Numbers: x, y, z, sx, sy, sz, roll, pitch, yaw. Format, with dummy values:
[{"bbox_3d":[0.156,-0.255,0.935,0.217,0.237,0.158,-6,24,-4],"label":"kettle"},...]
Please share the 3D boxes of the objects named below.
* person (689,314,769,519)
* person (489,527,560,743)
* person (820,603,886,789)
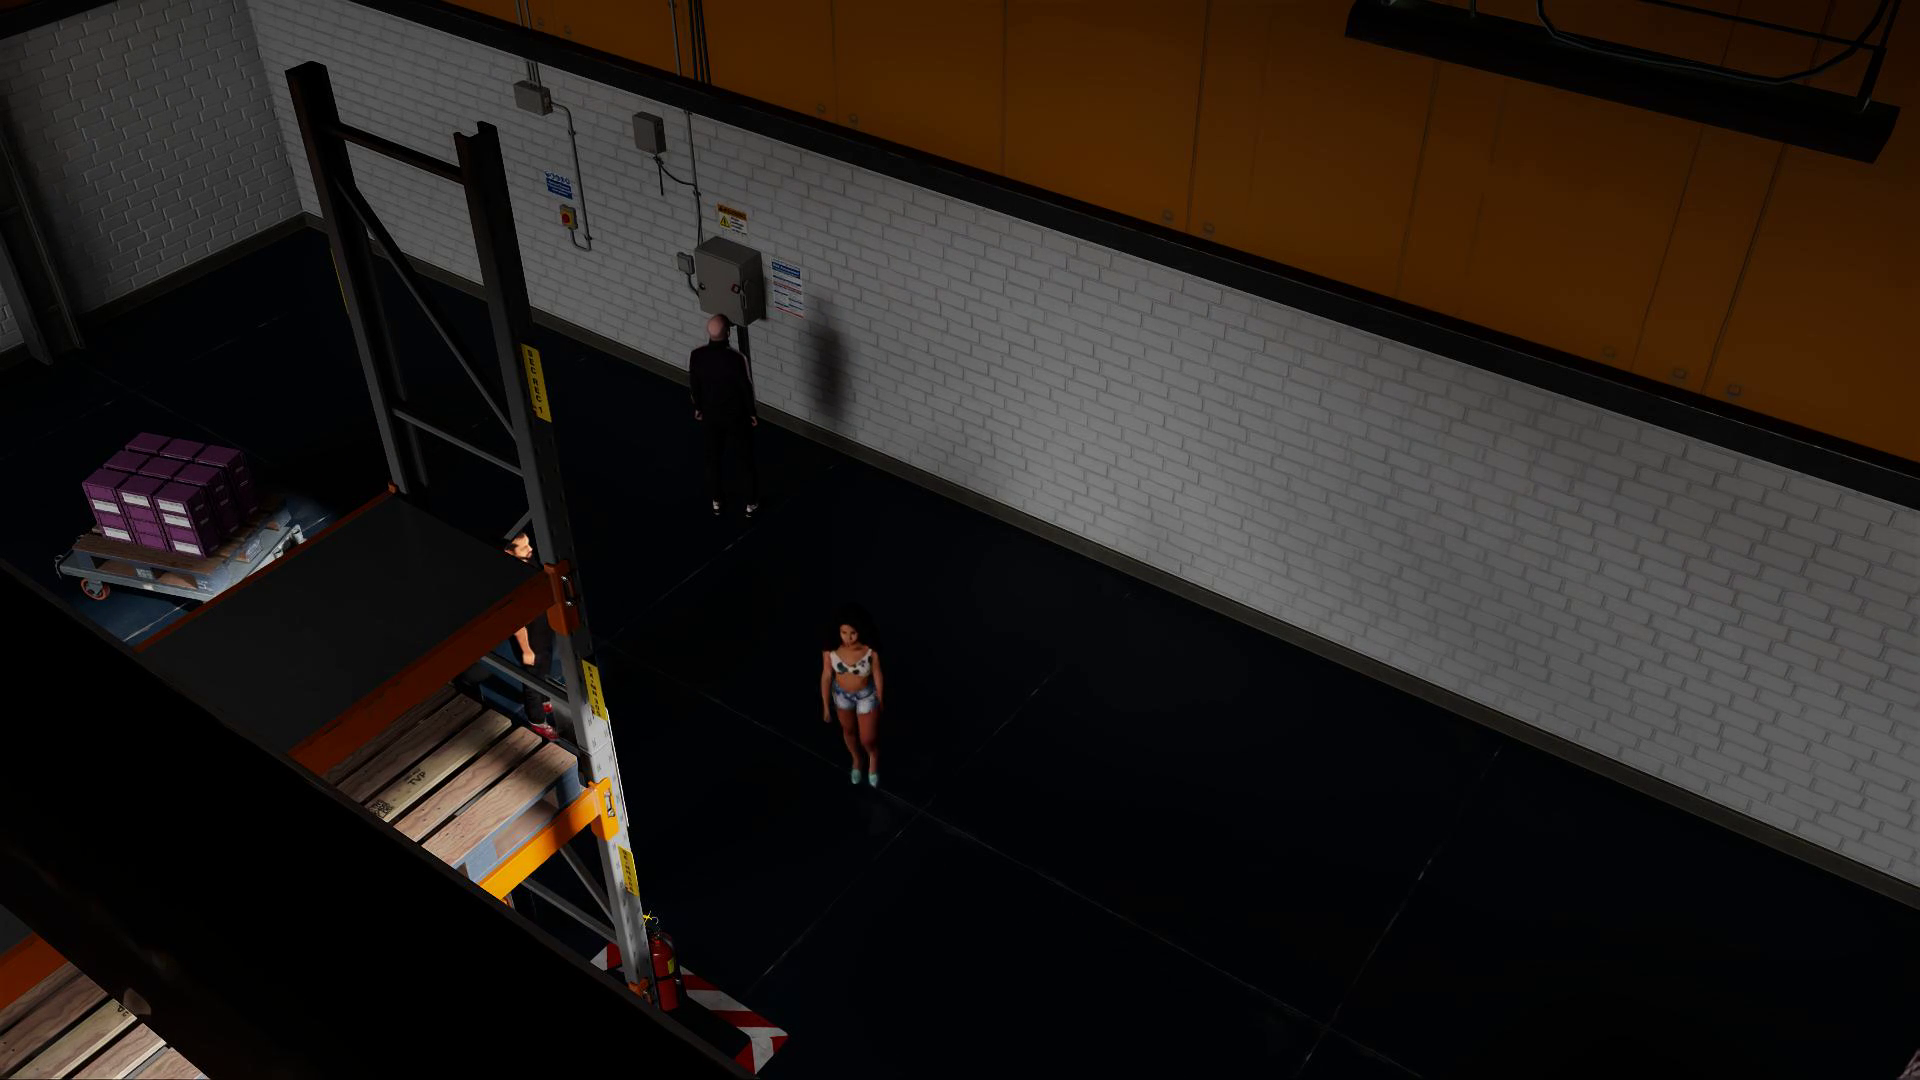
[{"bbox_3d":[-1.876,-0.985,13.316,0.763,1.835,0.732,7,39,8],"label":"person"},{"bbox_3d":[-2.933,0.616,11.373,0.783,1.758,0.684,0,39,0],"label":"person"},{"bbox_3d":[-0.674,0.996,11.011,0.679,1.616,0.730,7,39,9],"label":"person"}]
